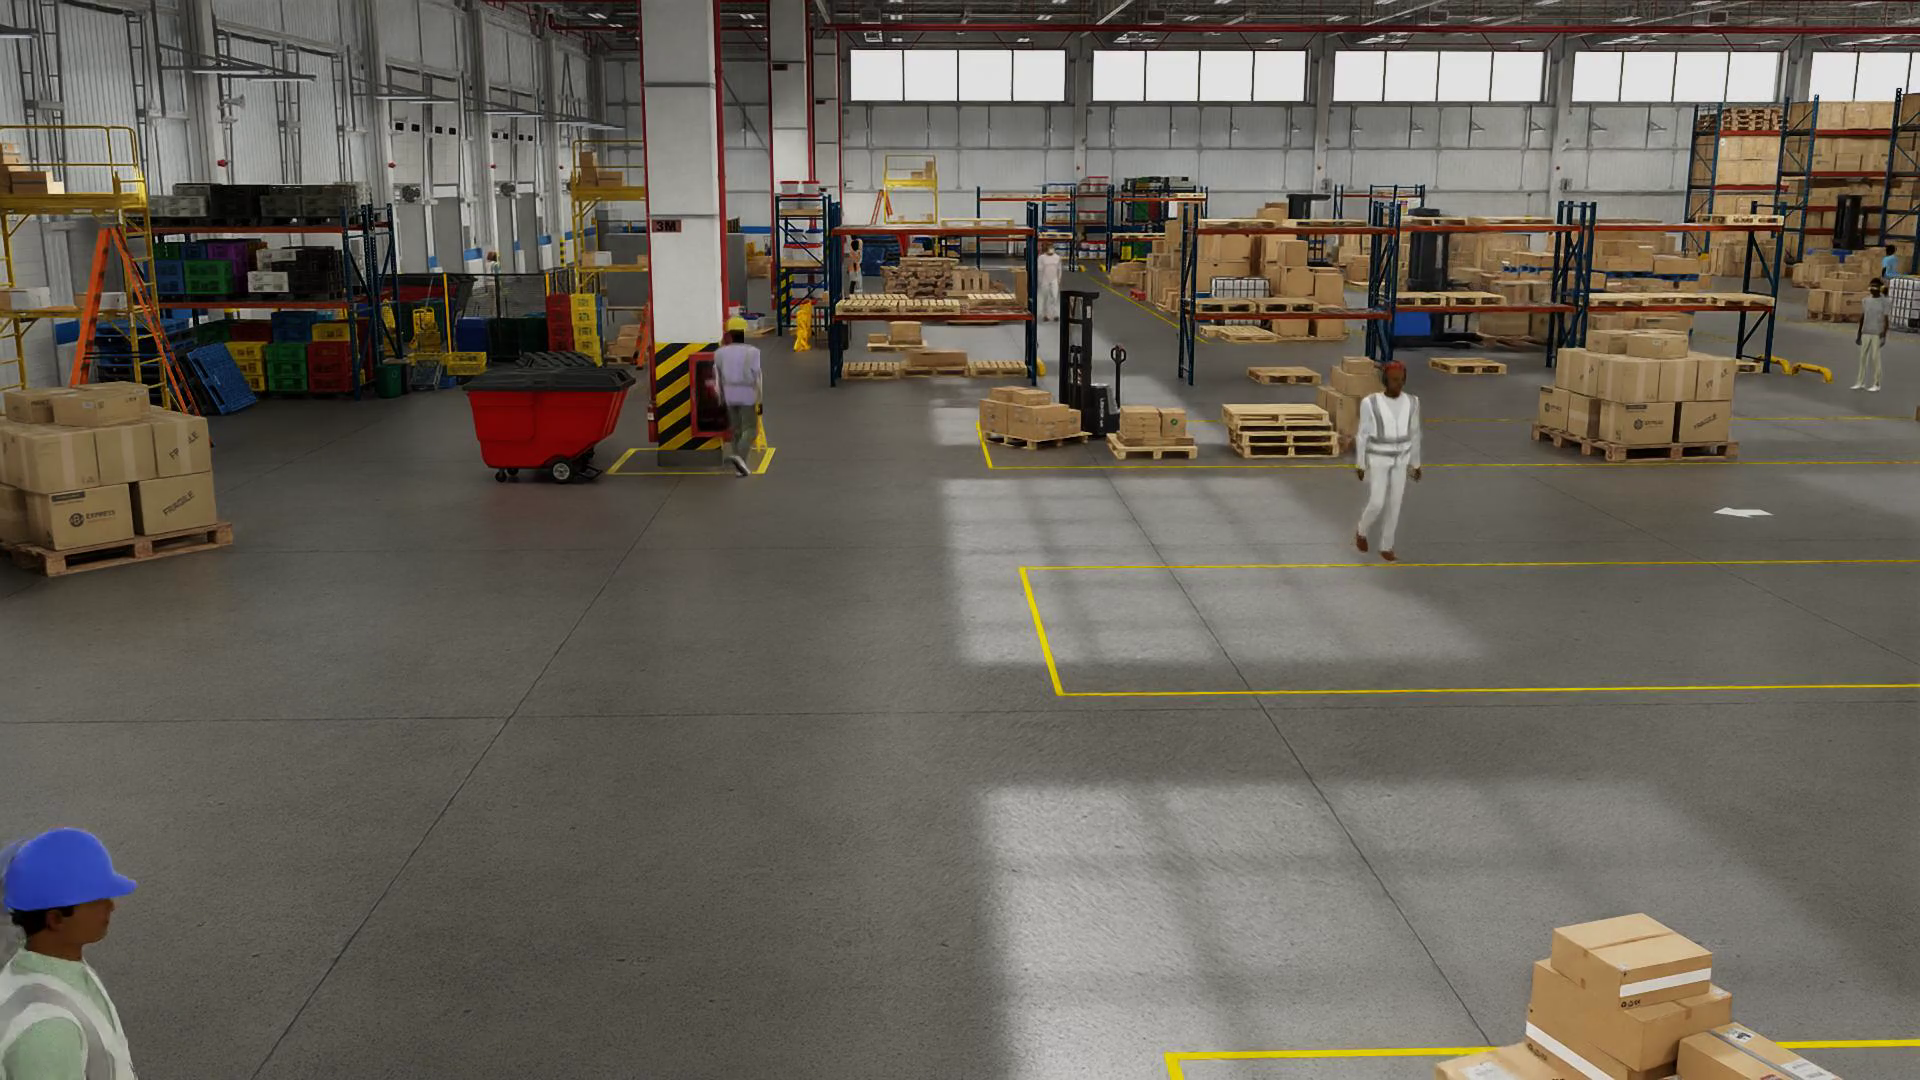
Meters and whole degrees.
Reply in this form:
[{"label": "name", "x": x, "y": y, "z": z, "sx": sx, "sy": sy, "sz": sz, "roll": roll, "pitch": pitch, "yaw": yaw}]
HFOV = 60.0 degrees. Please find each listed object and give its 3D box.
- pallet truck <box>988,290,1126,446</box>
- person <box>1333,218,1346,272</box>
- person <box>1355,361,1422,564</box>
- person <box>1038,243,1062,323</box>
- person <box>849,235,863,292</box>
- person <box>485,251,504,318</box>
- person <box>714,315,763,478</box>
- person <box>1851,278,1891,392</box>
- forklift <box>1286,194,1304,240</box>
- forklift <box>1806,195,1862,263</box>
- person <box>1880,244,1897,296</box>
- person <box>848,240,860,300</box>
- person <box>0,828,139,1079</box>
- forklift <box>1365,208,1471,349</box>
[{"label": "pallet truck", "x": 1.257, "y": -2.299, "z": 22.111, "sx": 1.885, "sy": 1.965, "sz": 0.823, "roll": -9, "pitch": 15, "yaw": -35}, {"label": "person", "x": 13.594, "y": -10.499, "z": 59.311, "sx": 0.440, "sy": 1.925, "sz": 0.642, "roll": -10, "pitch": 16, "yaw": -39}, {"label": "person", "x": 3.922, "y": -0.719, "z": 15.273, "sx": 0.580, "sy": 1.865, "sz": 0.460, "roll": -3, "pitch": 13, "yaw": -13}, {"label": "person", "x": 2.155, "y": -6.128, "z": 39.647, "sx": 0.631, "sy": 1.879, "sz": 1.028, "roll": -2, "pitch": 13, "yaw": -9}, {"label": "person", "x": -3.128, "y": -8.348, "z": 49.616, "sx": 0.391, "sy": 1.919, "sz": 0.581, "roll": -11, "pitch": 17, "yaw": -41}, {"label": "person", "x": -11.478, "y": -6.269, "z": 40.876, "sx": 0.525, "sy": 1.632, "sz": 0.320, "roll": 11, "pitch": 16, "yaw": 40}, {"label": "person", "x": -2.580, "y": -1.658, "z": 19.390, "sx": 0.596, "sy": 1.914, "sz": 0.485, "roll": 4, "pitch": 13, "yaw": 19}, {"label": "person", "x": 14.935, "y": -3.360, "z": 27.227, "sx": 0.325, "sy": 1.860, "sz": 0.511, "roll": -6, "pitch": 14, "yaw": -27}, {"label": "forklift", "x": 11.014, "y": -9.999, "z": 54.867, "sx": 1.873, "sy": 2.768, "sz": 1.129, "roll": 0, "pitch": 12, "yaw": -2}, {"label": "forklift", "x": 28.413, "y": -9.688, "z": 53.463, "sx": 1.873, "sy": 2.768, "sz": 1.129, "roll": 0, "pitch": 12, "yaw": -2}, {"label": "person", "x": 24.303, "y": -6.893, "z": 43.565, "sx": 0.544, "sy": 1.680, "sz": 0.404, "roll": -9, "pitch": 15, "yaw": -34}, {"label": "person", "x": -2.935, "y": -7.434, "z": 46.006, "sx": 0.320, "sy": 1.690, "sz": 0.539, "roll": -2, "pitch": 13, "yaw": -10}, {"label": "person", "x": -2.374, "y": 1.683, "z": 4.310, "sx": 0.788, "sy": 1.923, "sz": 0.613, "roll": -5, "pitch": 13, "yaw": -22}, {"label": "forklift", "x": 9.298, "y": -5.294, "z": 33.622, "sx": 1.873, "sy": 2.768, "sz": 1.129, "roll": 0, "pitch": 12, "yaw": -2}]
